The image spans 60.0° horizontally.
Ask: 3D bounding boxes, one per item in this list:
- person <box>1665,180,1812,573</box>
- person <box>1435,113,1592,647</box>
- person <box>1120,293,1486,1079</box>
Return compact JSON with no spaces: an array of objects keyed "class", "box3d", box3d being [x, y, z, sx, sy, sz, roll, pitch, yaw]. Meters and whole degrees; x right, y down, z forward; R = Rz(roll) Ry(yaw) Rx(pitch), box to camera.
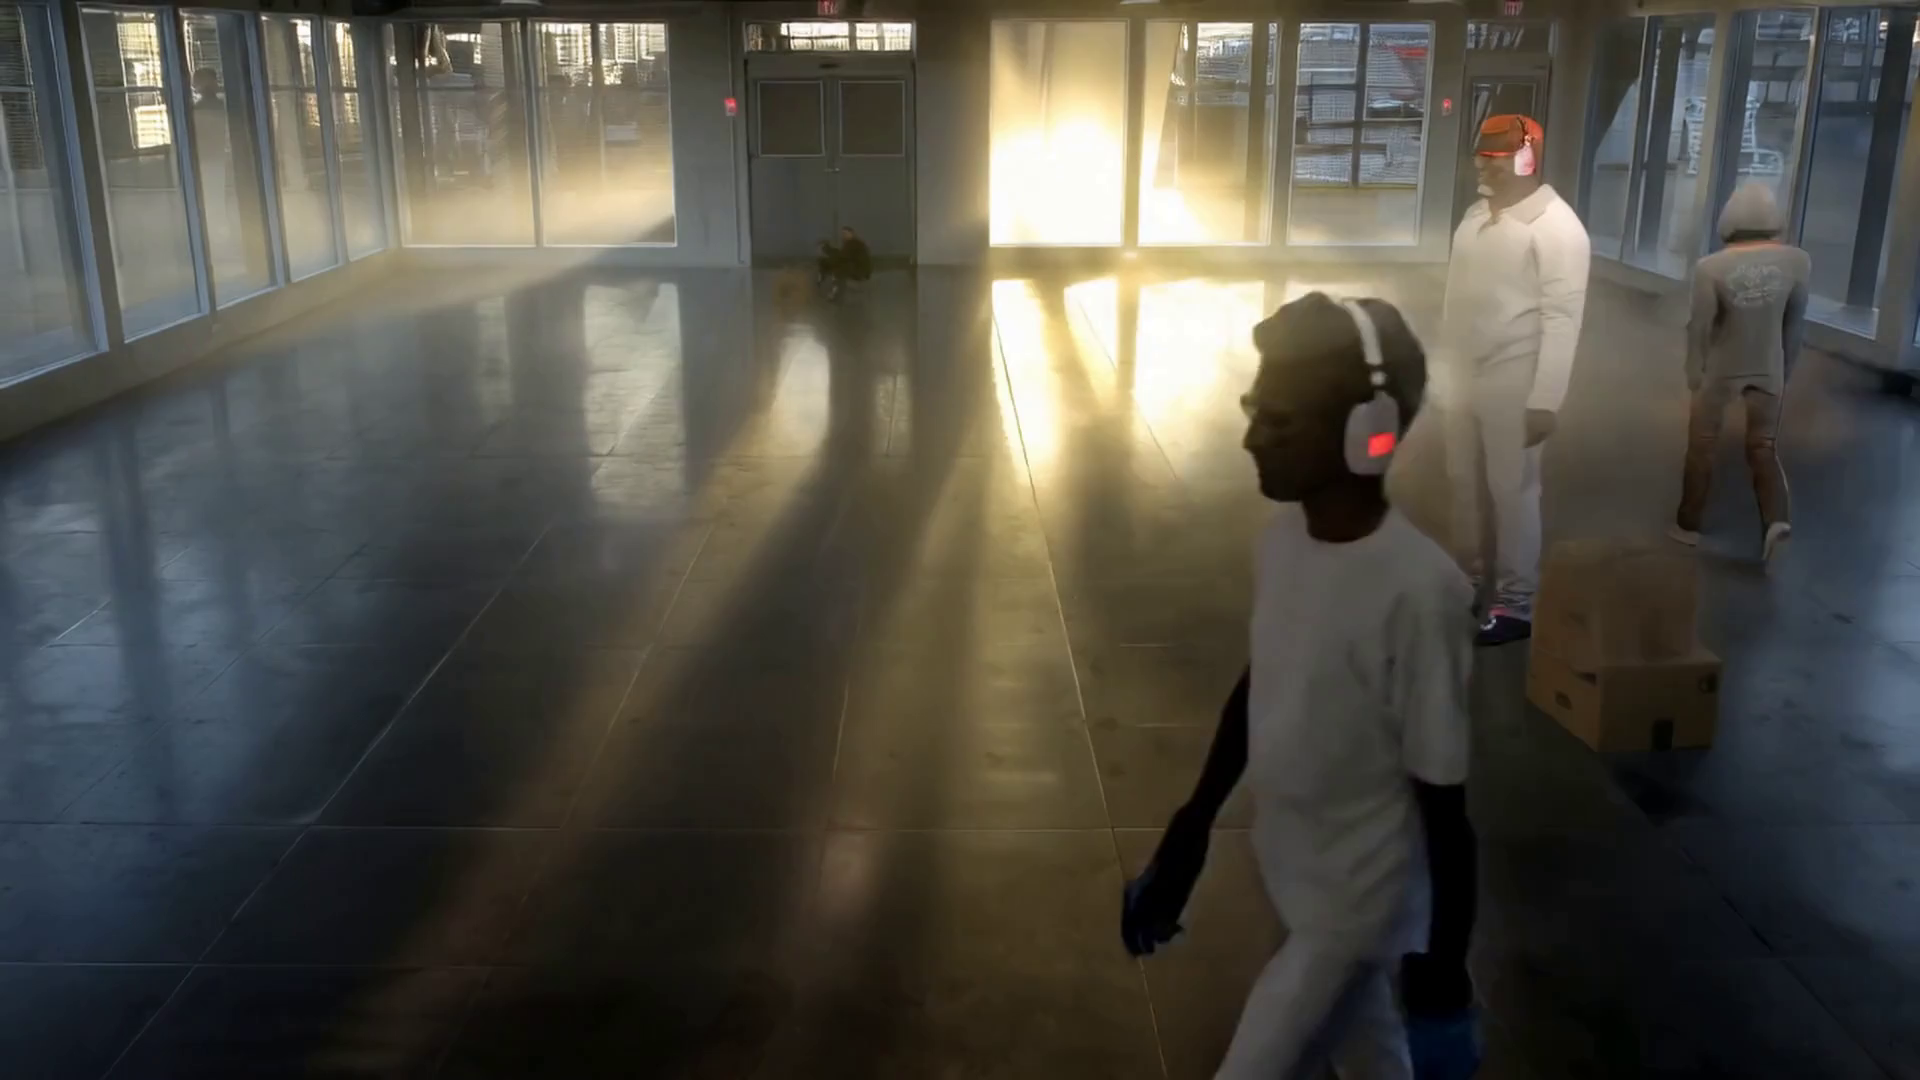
[{"class":"person","box3d":[3.287,-0.684,6.953,0.505,1.606,0.726,1,16,3]},{"class":"person","box3d":[1.926,-0.565,6.028,0.403,1.906,0.651,-5,17,-18]},{"class":"person","box3d":[0.518,0.544,2.432,1.023,1.816,0.503,-2,17,-7]}]
